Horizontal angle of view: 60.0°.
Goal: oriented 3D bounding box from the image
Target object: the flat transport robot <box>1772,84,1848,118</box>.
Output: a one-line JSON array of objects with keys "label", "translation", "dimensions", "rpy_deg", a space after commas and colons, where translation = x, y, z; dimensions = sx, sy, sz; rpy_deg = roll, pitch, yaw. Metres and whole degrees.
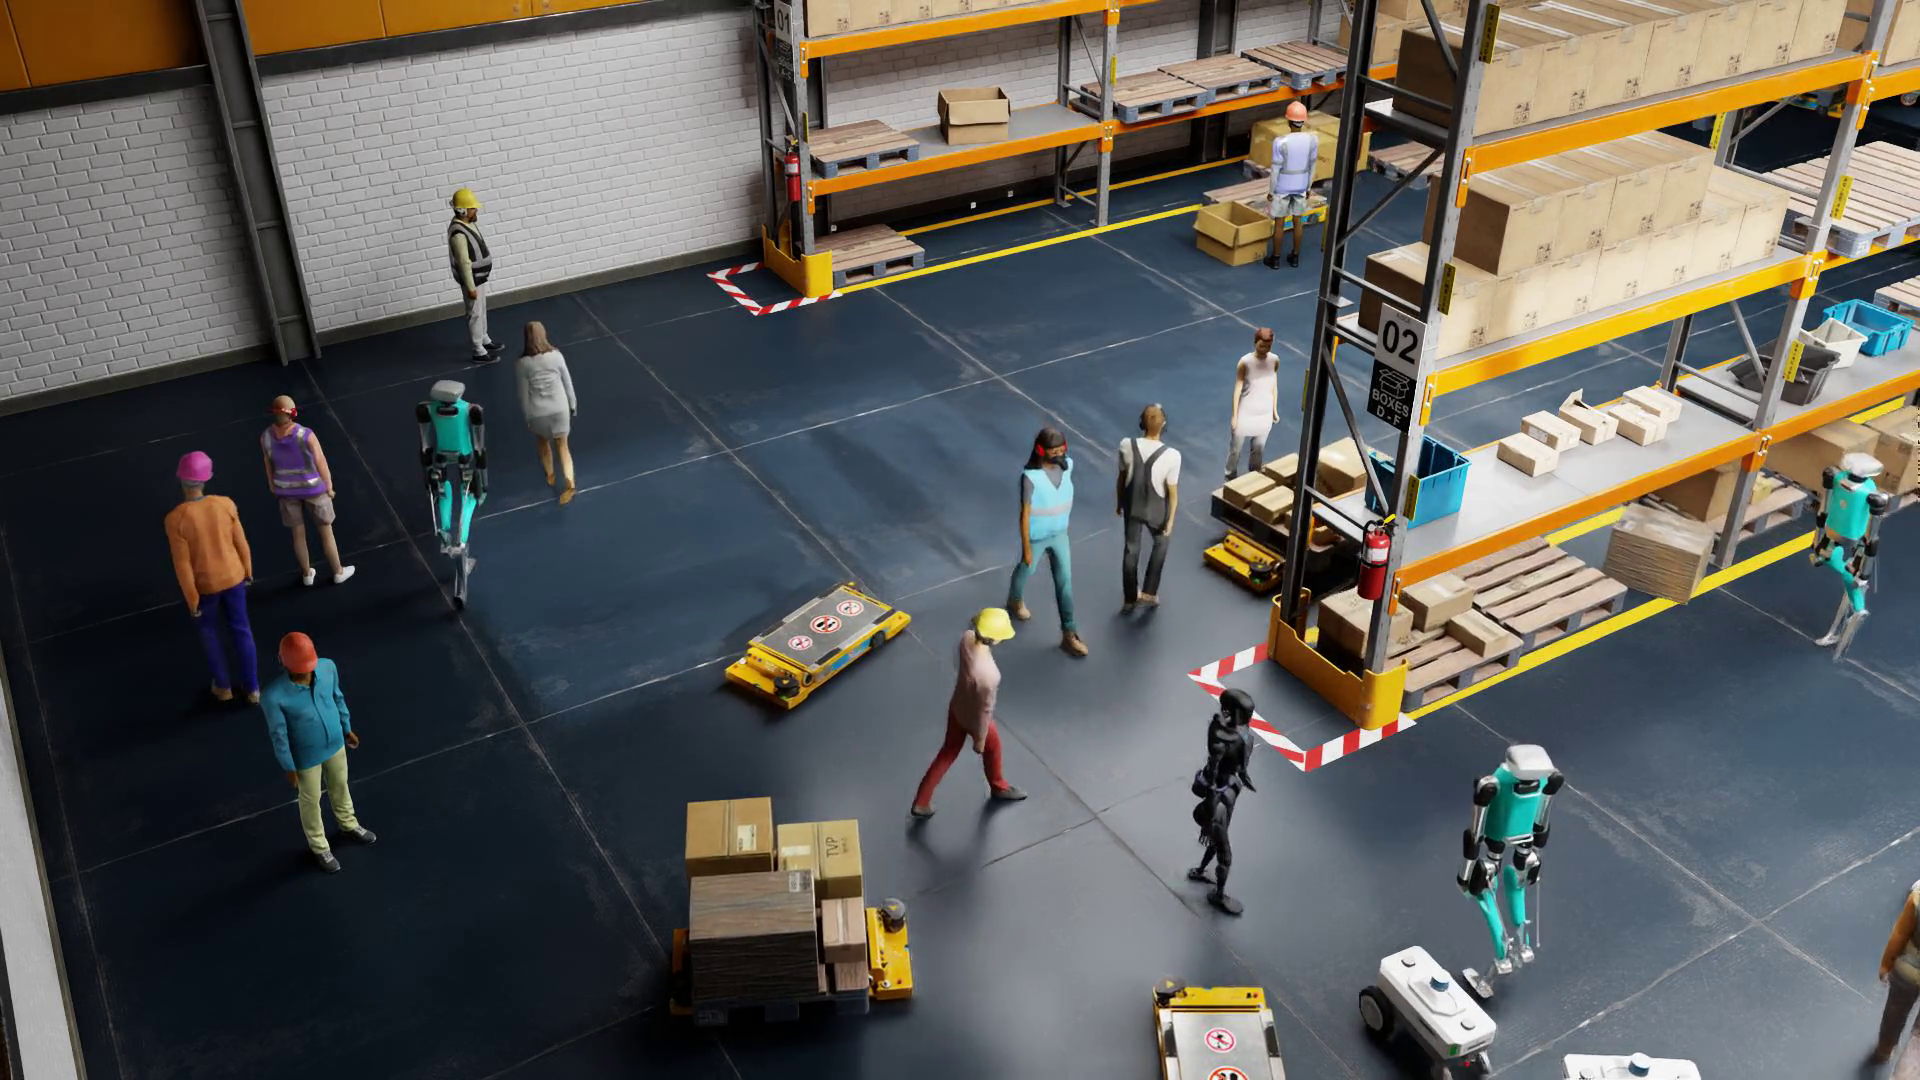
[{"label": "flat transport robot", "translation": [12.492, -6.485, 24.426], "dimensions": [0.659, 0.231, 1.431], "rpy_deg": [-26, 40, -35]}]

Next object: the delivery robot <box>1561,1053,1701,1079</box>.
[{"label": "delivery robot", "translation": [3.641, 3.014, 8.996], "dimensions": [0.762, 0.582, 0.499], "rpy_deg": [2, 32, 3]}]

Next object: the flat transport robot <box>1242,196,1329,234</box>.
[{"label": "flat transport robot", "translation": [3.893, -3.998, 20.459], "dimensions": [1.431, 0.231, 0.659], "rpy_deg": [-21, 38, -29]}]

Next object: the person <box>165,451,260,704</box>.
[{"label": "person", "translation": [-5.366, 0.291, 12.046], "dimensions": [0.529, 1.940, 0.579], "rpy_deg": [-20, 37, -29]}]

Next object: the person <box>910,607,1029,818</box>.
[{"label": "person", "translation": [0.045, 1.142, 10.910], "dimensions": [0.853, 1.710, 0.584], "rpy_deg": [-13, 34, -20]}]

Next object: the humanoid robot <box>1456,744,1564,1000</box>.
[{"label": "humanoid robot", "translation": [3.169, 2.049, 9.513], "dimensions": [0.544, 1.883, 0.662], "rpy_deg": [-8, 33, -13]}]

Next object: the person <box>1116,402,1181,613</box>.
[{"label": "person", "translation": [1.458, -0.246, 13.014], "dimensions": [0.520, 1.831, 0.424], "rpy_deg": [11, 34, 18]}]

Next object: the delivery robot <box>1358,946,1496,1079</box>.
[{"label": "delivery robot", "translation": [2.700, 2.688, 9.517], "dimensions": [0.499, 0.582, 0.764], "rpy_deg": [-14, 35, -21]}]

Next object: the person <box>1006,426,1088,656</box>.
[{"label": "person", "translation": [0.649, -0.048, 12.716], "dimensions": [0.544, 1.811, 0.985], "rpy_deg": [-18, 36, -26]}]

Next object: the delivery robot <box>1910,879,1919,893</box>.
[{"label": "delivery robot", "translation": [6.467, 2.096, 10.476], "dimensions": [0.784, 0.599, 0.499], "rpy_deg": [-8, 33, -13]}]

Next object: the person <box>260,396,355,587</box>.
[{"label": "person", "translation": [-5.276, -0.379, 13.349], "dimensions": [0.483, 1.689, 0.348], "rpy_deg": [-1, 32, -2]}]

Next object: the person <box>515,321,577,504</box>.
[{"label": "person", "translation": [-3.587, -1.098, 14.565], "dimensions": [0.493, 1.621, 0.745], "rpy_deg": [-10, 34, -16]}]

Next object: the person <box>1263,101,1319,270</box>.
[{"label": "person", "translation": [3.756, -4.029, 18.937], "dimensions": [0.544, 1.941, 0.348], "rpy_deg": [-7, 33, -11]}]

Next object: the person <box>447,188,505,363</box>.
[{"label": "person", "translation": [-4.946, -2.689, 16.913], "dimensions": [0.403, 1.824, 0.589], "rpy_deg": [-4, 32, -6]}]

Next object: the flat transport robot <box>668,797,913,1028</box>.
[{"label": "flat transport robot", "translation": [-1.024, 2.522, 10.061], "dimensions": [1.431, 0.231, 0.659], "rpy_deg": [-3, 32, -5]}]

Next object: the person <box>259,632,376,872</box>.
[{"label": "person", "translation": [-4.084, 1.316, 10.595], "dimensions": [0.334, 1.742, 0.560], "rpy_deg": [18, 36, 26]}]

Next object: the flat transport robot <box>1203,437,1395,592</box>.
[{"label": "flat transport robot", "translation": [2.807, -0.006, 14.093], "dimensions": [1.431, 0.231, 0.659], "rpy_deg": [-22, 38, -31]}]

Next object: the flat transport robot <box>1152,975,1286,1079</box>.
[{"label": "flat transport robot", "translation": [1.469, 3.030, 9.252], "dimensions": [0.659, 0.231, 1.431], "rpy_deg": [0, 32, 0]}]

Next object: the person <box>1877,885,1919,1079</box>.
[{"label": "person", "translation": [5.206, 2.353, 8.941], "dimensions": [0.471, 1.739, 0.856], "rpy_deg": [22, 38, 31]}]

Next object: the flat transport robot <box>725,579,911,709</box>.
[{"label": "flat transport robot", "translation": [-1.079, 0.781, 12.839], "dimensions": [0.659, 0.231, 1.431], "rpy_deg": [22, 38, 31]}]

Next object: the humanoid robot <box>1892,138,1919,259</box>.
[{"label": "humanoid robot", "translation": [11.109, -4.049, 19.224], "dimensions": [0.427, 1.644, 0.589], "rpy_deg": [-2, 32, -4]}]

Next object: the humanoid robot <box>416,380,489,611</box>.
[{"label": "humanoid robot", "translation": [-4.049, -0.292, 13.186], "dimensions": [0.564, 1.762, 0.968], "rpy_deg": [0, 32, 0]}]

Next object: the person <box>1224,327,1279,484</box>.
[{"label": "person", "translation": [2.569, -1.094, 14.519], "dimensions": [0.450, 1.657, 0.284], "rpy_deg": [-10, 33, -15]}]

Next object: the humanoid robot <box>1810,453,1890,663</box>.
[{"label": "humanoid robot", "translation": [6.761, 0.140, 12.552], "dimensions": [0.776, 1.843, 0.538], "rpy_deg": [-13, 34, -20]}]

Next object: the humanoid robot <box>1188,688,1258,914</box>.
[{"label": "humanoid robot", "translation": [1.654, 1.564, 10.269], "dimensions": [0.395, 1.648, 0.595], "rpy_deg": [18, 36, 27]}]
